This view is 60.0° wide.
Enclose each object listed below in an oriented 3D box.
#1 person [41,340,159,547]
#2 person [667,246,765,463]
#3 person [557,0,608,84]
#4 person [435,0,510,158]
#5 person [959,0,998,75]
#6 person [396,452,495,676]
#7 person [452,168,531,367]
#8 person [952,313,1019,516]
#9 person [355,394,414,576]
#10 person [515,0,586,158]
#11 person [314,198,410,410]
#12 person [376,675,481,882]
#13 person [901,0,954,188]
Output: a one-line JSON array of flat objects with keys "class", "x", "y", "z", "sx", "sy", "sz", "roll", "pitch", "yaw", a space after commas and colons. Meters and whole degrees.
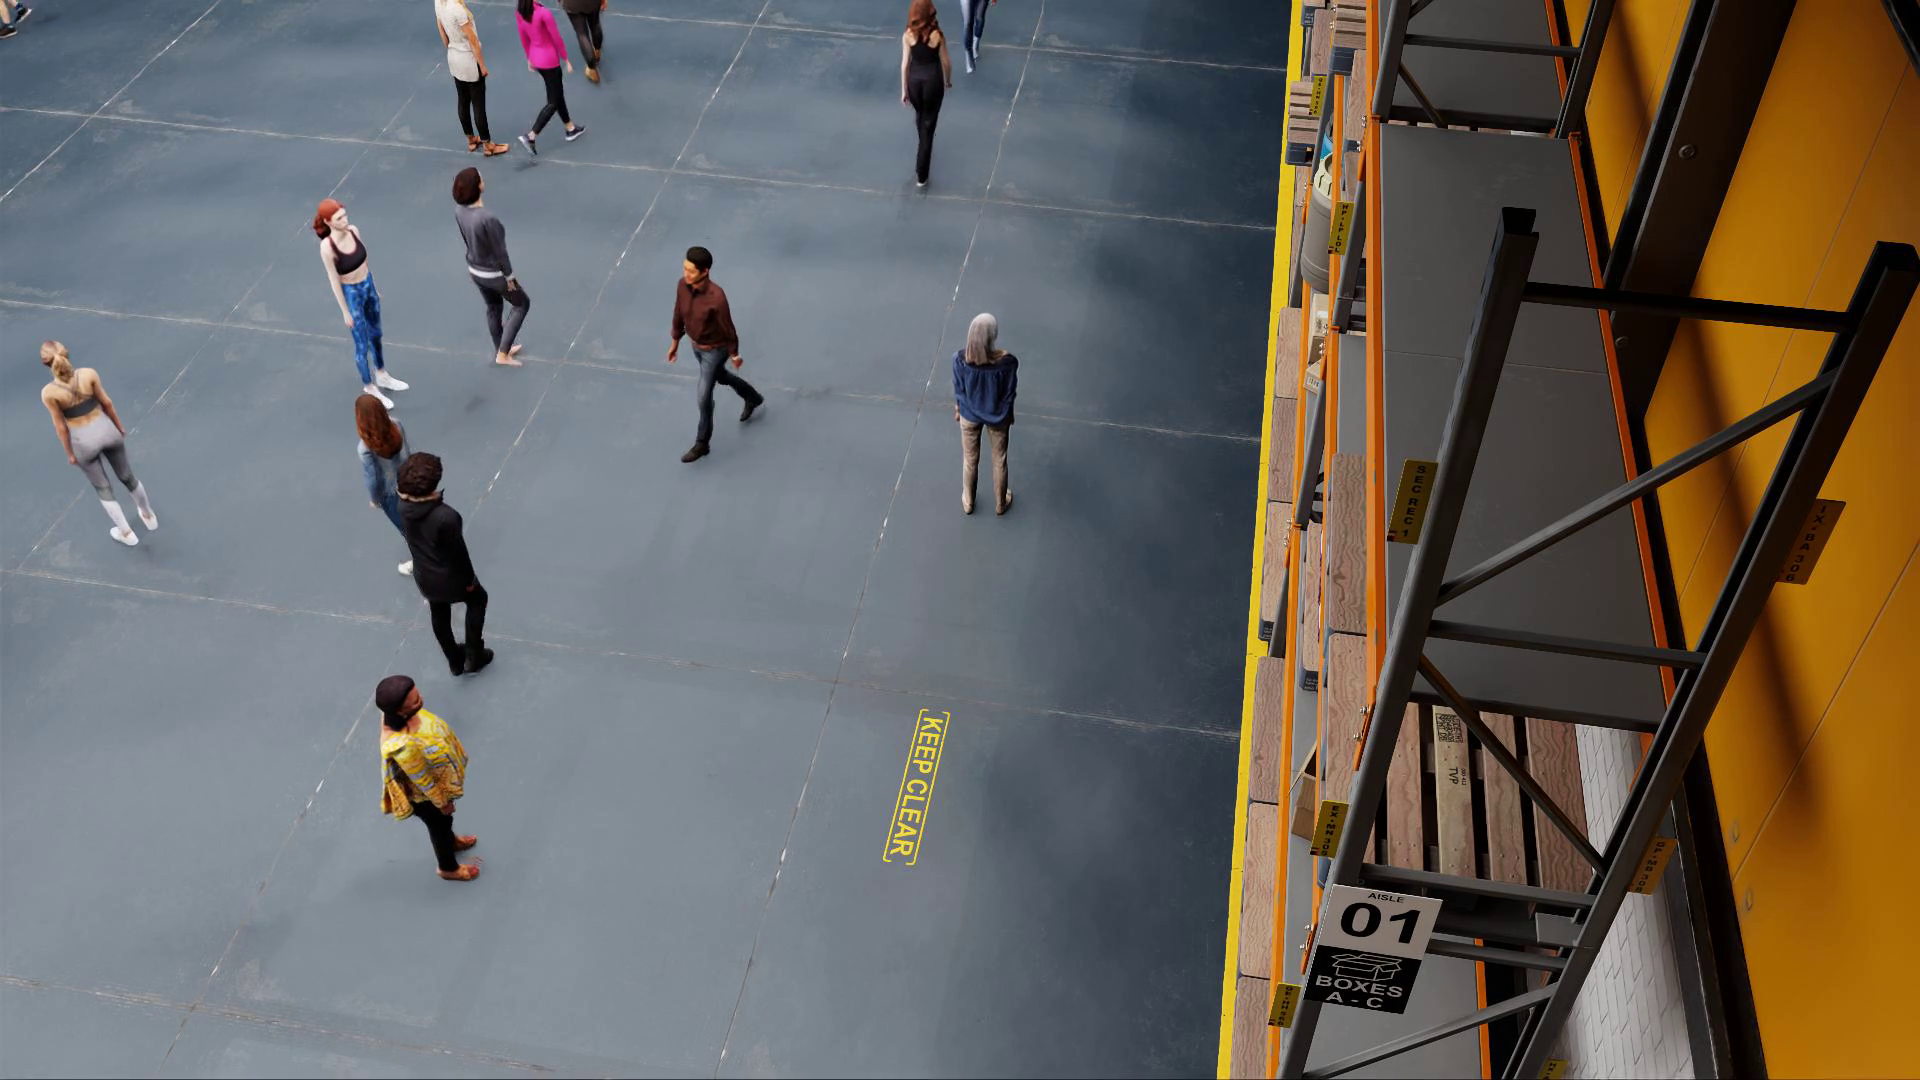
[{"class": "person", "x": -5.997, "y": -0.682, "z": 11.545, "sx": 0.731, "sy": 1.705, "sz": 0.641, "roll": 32, "pitch": 52, "yaw": 29}, {"class": "person", "x": -1.789, "y": -1.459, "z": 12.332, "sx": 1.048, "sy": 1.745, "sz": 1.216, "roll": 33, "pitch": 53, "yaw": 30}, {"class": "person", "x": -3.734, "y": -5.351, "z": 16.460, "sx": 0.943, "sy": 1.685, "sz": 1.051, "roll": -19, "pitch": 47, "yaw": -18}, {"class": "person", "x": -4.584, "y": -4.418, "z": 15.378, "sx": 0.667, "sy": 1.827, "sz": 0.663, "roll": 26, "pitch": 49, "yaw": 25}, {"class": "person", "x": 0.149, "y": -5.582, "z": 16.770, "sx": 0.735, "sy": 1.592, "sz": 0.938, "roll": 1, "pitch": 44, "yaw": 1}, {"class": "person", "x": -3.310, "y": 0.238, "z": 10.535, "sx": 0.655, "sy": 1.765, "sz": 0.614, "roll": 11, "pitch": 45, "yaw": 12}, {"class": "person", "x": -3.710, "y": -2.053, "z": 12.946, "sx": 0.713, "sy": 1.758, "sz": 0.760, "roll": 21, "pitch": 47, "yaw": 21}, {"class": "person", "x": 0.173, "y": -0.878, "z": 11.764, "sx": 0.634, "sy": 1.698, "sz": 0.589, "roll": 3, "pitch": 44, "yaw": 3}, {"class": "person", "x": -3.855, "y": -0.376, "z": 11.392, "sx": 0.680, "sy": 1.473, "sz": 0.577, "roll": 12, "pitch": 45, "yaw": 12}, {"class": "person", "x": -3.913, "y": -4.371, "z": 15.456, "sx": 0.901, "sy": 1.662, "sz": 1.140, "roll": 28, "pitch": 50, "yaw": 26}, {"class": "person", "x": -4.591, "y": -1.822, "z": 12.691, "sx": 0.673, "sy": 1.785, "sz": 0.571, "roll": 15, "pitch": 46, "yaw": 15}, {"class": "person", "x": -3.065, "y": 1.374, "z": 9.424, "sx": 0.925, "sy": 1.653, "sz": 0.852, "roll": -14, "pitch": 45, "yaw": -14}, {"class": "person", "x": -0.333, "y": -4.041, "z": 15.073, "sx": 0.586, "sy": 1.701, "sz": 1.112, "roll": 8, "pitch": 44, "yaw": 8}]
